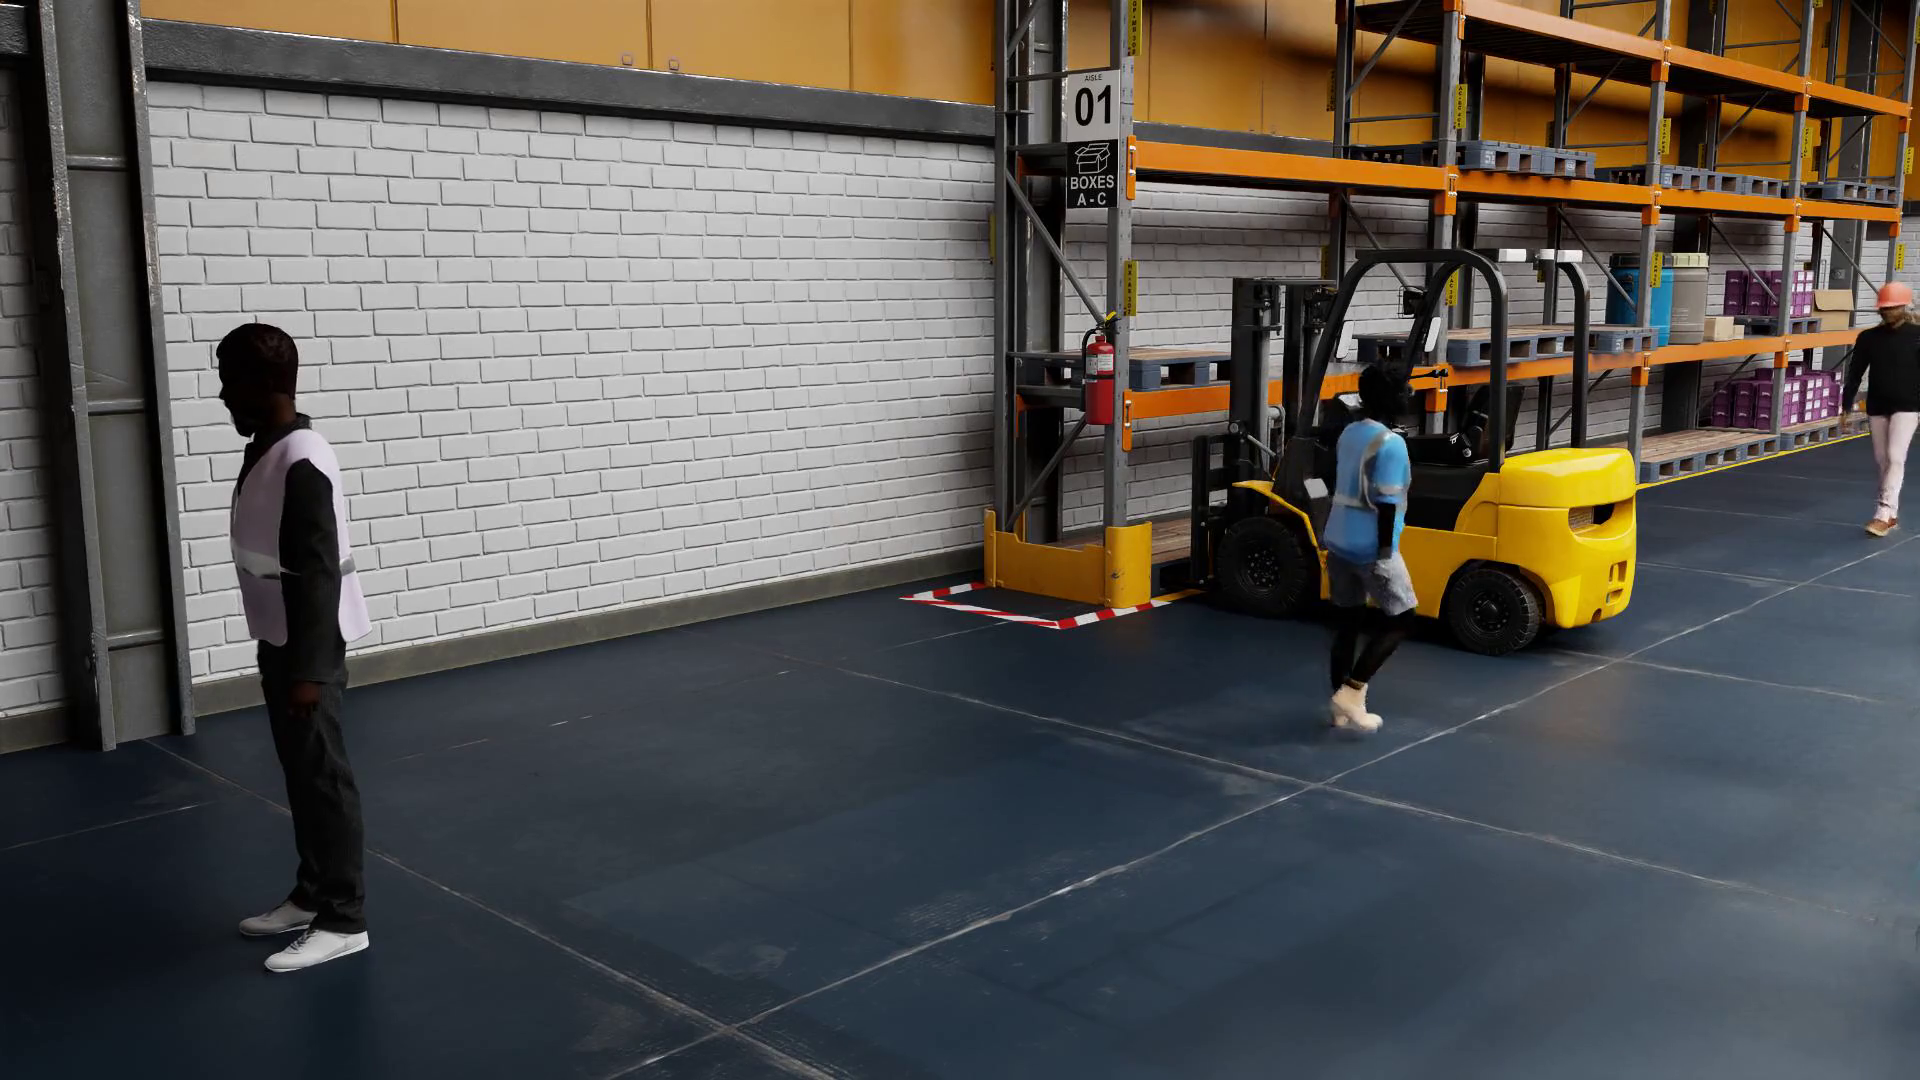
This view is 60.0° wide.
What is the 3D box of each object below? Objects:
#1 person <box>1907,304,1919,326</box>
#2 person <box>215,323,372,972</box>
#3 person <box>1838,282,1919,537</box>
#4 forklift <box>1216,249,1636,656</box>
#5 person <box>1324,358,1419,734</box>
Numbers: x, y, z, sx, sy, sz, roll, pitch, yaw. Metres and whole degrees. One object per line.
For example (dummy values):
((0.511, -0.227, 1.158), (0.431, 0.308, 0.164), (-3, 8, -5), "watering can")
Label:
((13.005, -2.542, 22.415), (0.552, 1.935, 0.373), (2, 9, 12), "person")
((-1.979, 0.314, 4.978), (0.392, 1.914, 0.587), (-6, 11, -31), "person")
((7.155, -1.007, 12.891), (0.829, 1.961, 0.648), (-7, 11, -36), "person")
((2.710, -0.584, 9.626), (2.313, 2.155, 1.214), (9, 13, 43), "forklift")
((1.814, 0.041, 7.354), (0.361, 1.687, 0.545), (-2, 10, -15), "person")
